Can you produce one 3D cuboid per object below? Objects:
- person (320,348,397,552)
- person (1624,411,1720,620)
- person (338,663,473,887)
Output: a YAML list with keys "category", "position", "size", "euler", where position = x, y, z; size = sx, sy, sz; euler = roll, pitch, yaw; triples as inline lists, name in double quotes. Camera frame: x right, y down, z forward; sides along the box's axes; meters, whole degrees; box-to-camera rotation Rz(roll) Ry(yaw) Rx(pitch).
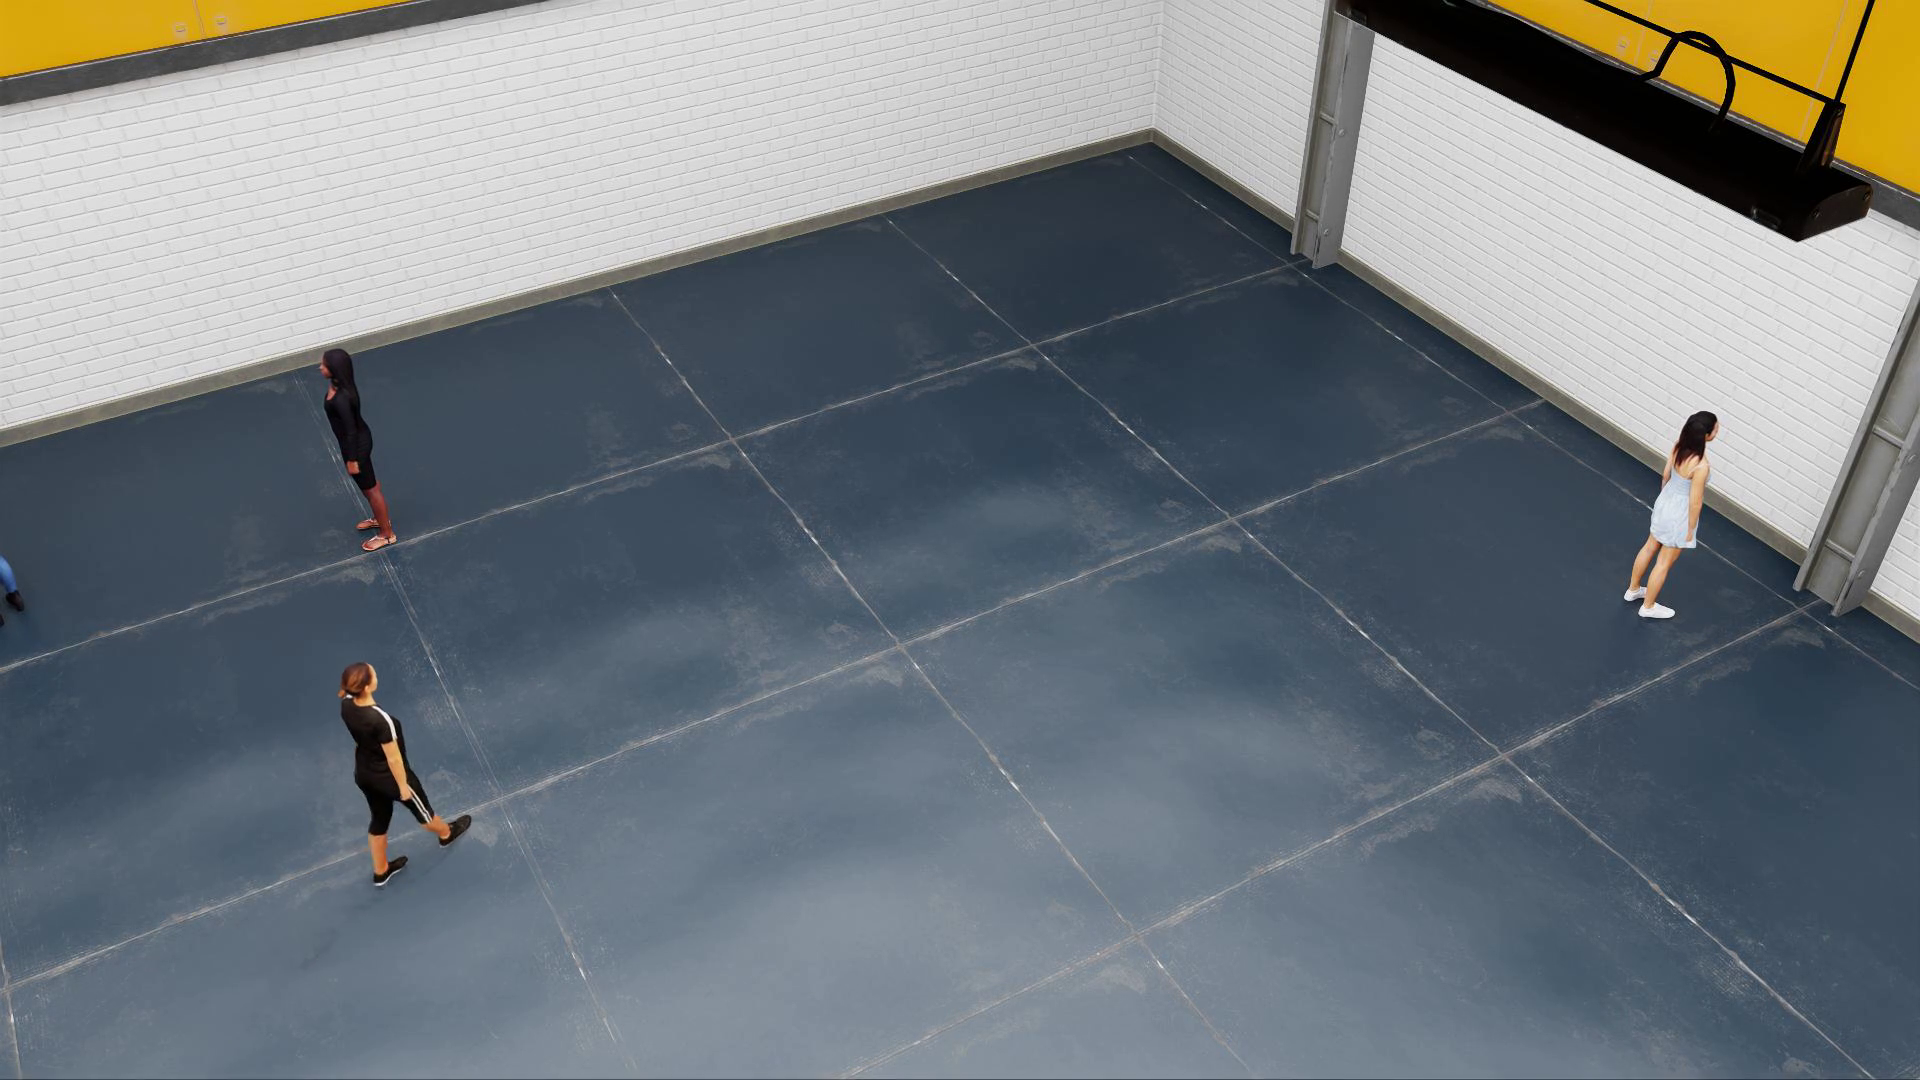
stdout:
- category: "person"
  position: [-4.561, -0.702, 12.538]
  size: [0.697, 1.720, 0.488]
  euler: [-15, 41, -18]
- category: "person"
  position: [5.105, -0.194, 11.894]
  size: [0.712, 1.731, 0.574]
  euler: [-7, 39, -8]
- category: "person"
  position: [-3.494, 1.424, 9.937]
  size: [0.977, 1.644, 0.928]
  euler: [22, 44, 25]
